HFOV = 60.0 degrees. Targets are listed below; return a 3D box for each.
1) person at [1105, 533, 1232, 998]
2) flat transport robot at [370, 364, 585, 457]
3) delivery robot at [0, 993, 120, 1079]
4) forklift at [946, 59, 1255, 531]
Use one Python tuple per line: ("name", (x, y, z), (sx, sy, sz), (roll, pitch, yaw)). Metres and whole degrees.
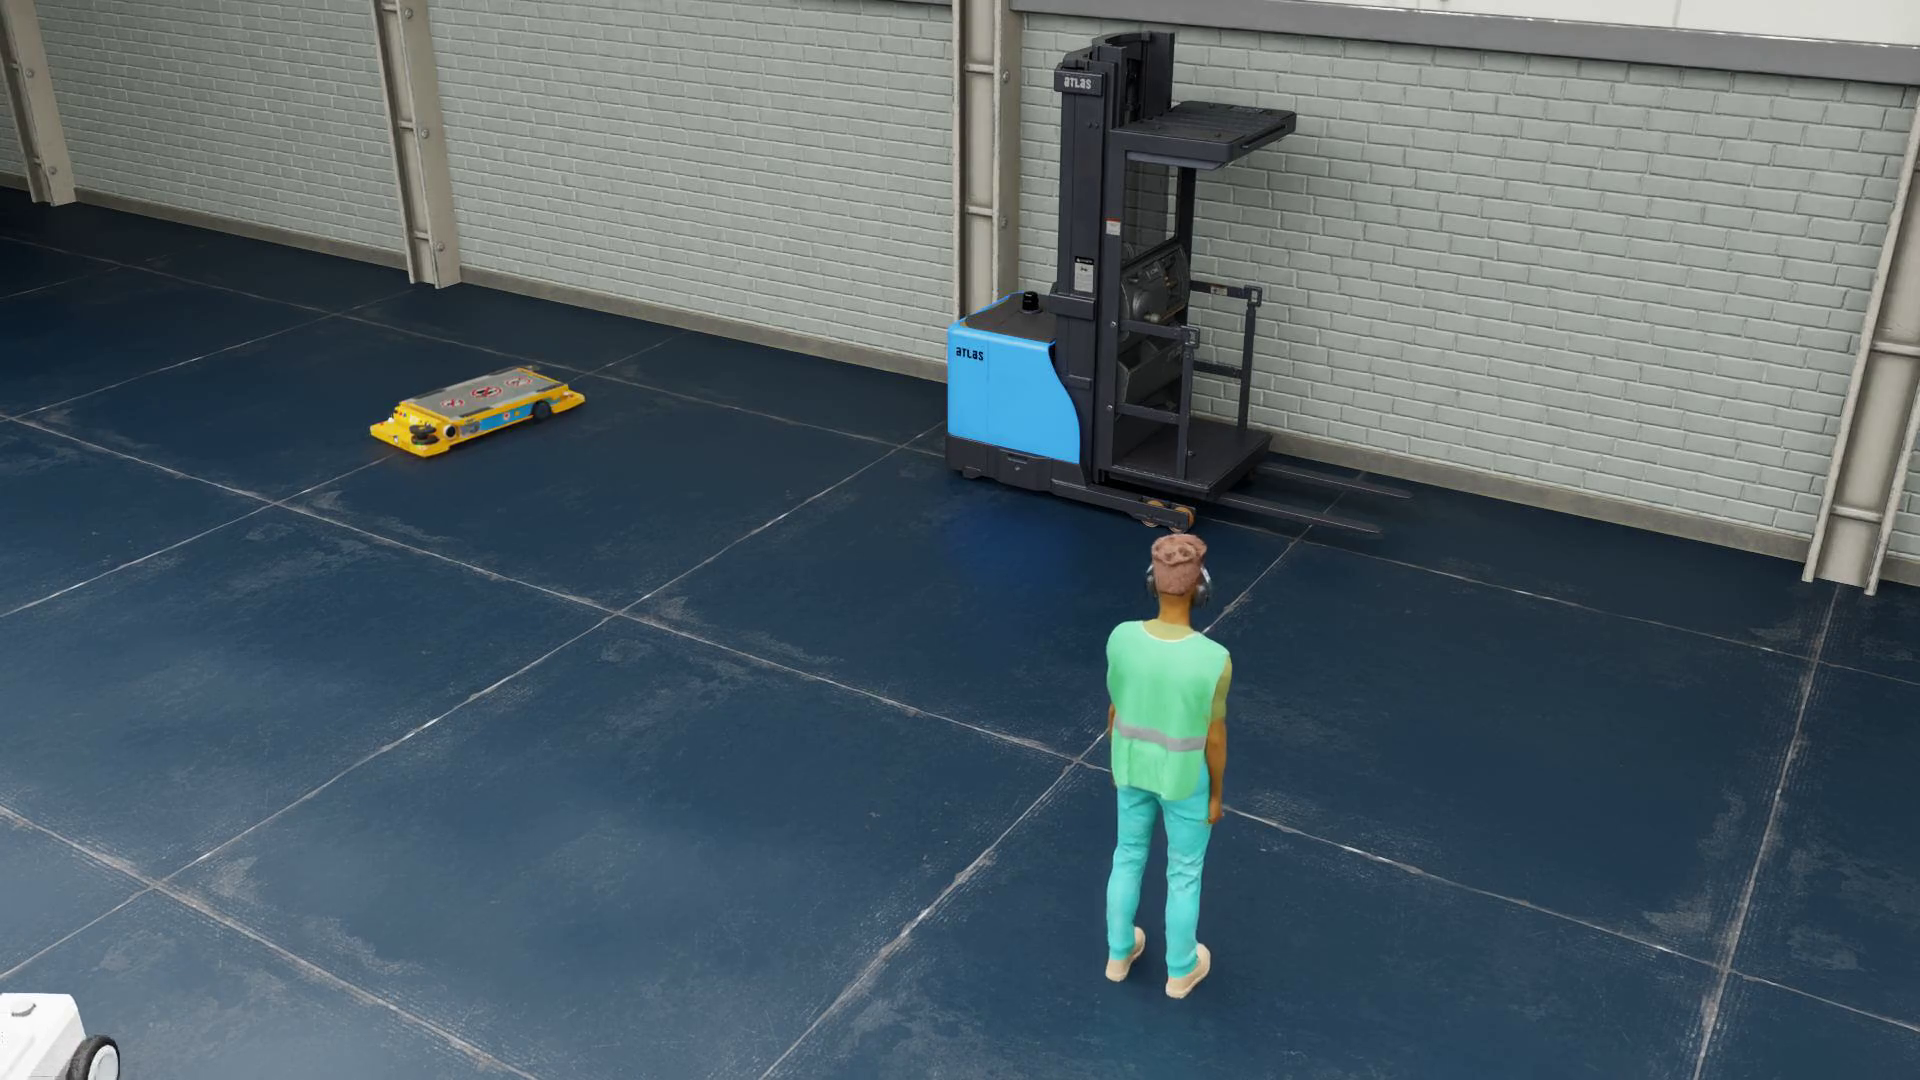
("person", (0.781, 0.893, 6.383), (0.480, 1.973, 0.427), (13, 28, 25))
("flat transport robot", (-3.556, -0.970, 12.309), (0.659, 0.231, 1.431), (20, 32, 35))
("delivery robot", (-3.373, 1.938, 5.833), (0.499, 0.602, 0.801), (1, 25, 1))
("forklift", (0.933, -1.707, 10.833), (1.873, 2.768, 1.129), (15, 29, 28))
